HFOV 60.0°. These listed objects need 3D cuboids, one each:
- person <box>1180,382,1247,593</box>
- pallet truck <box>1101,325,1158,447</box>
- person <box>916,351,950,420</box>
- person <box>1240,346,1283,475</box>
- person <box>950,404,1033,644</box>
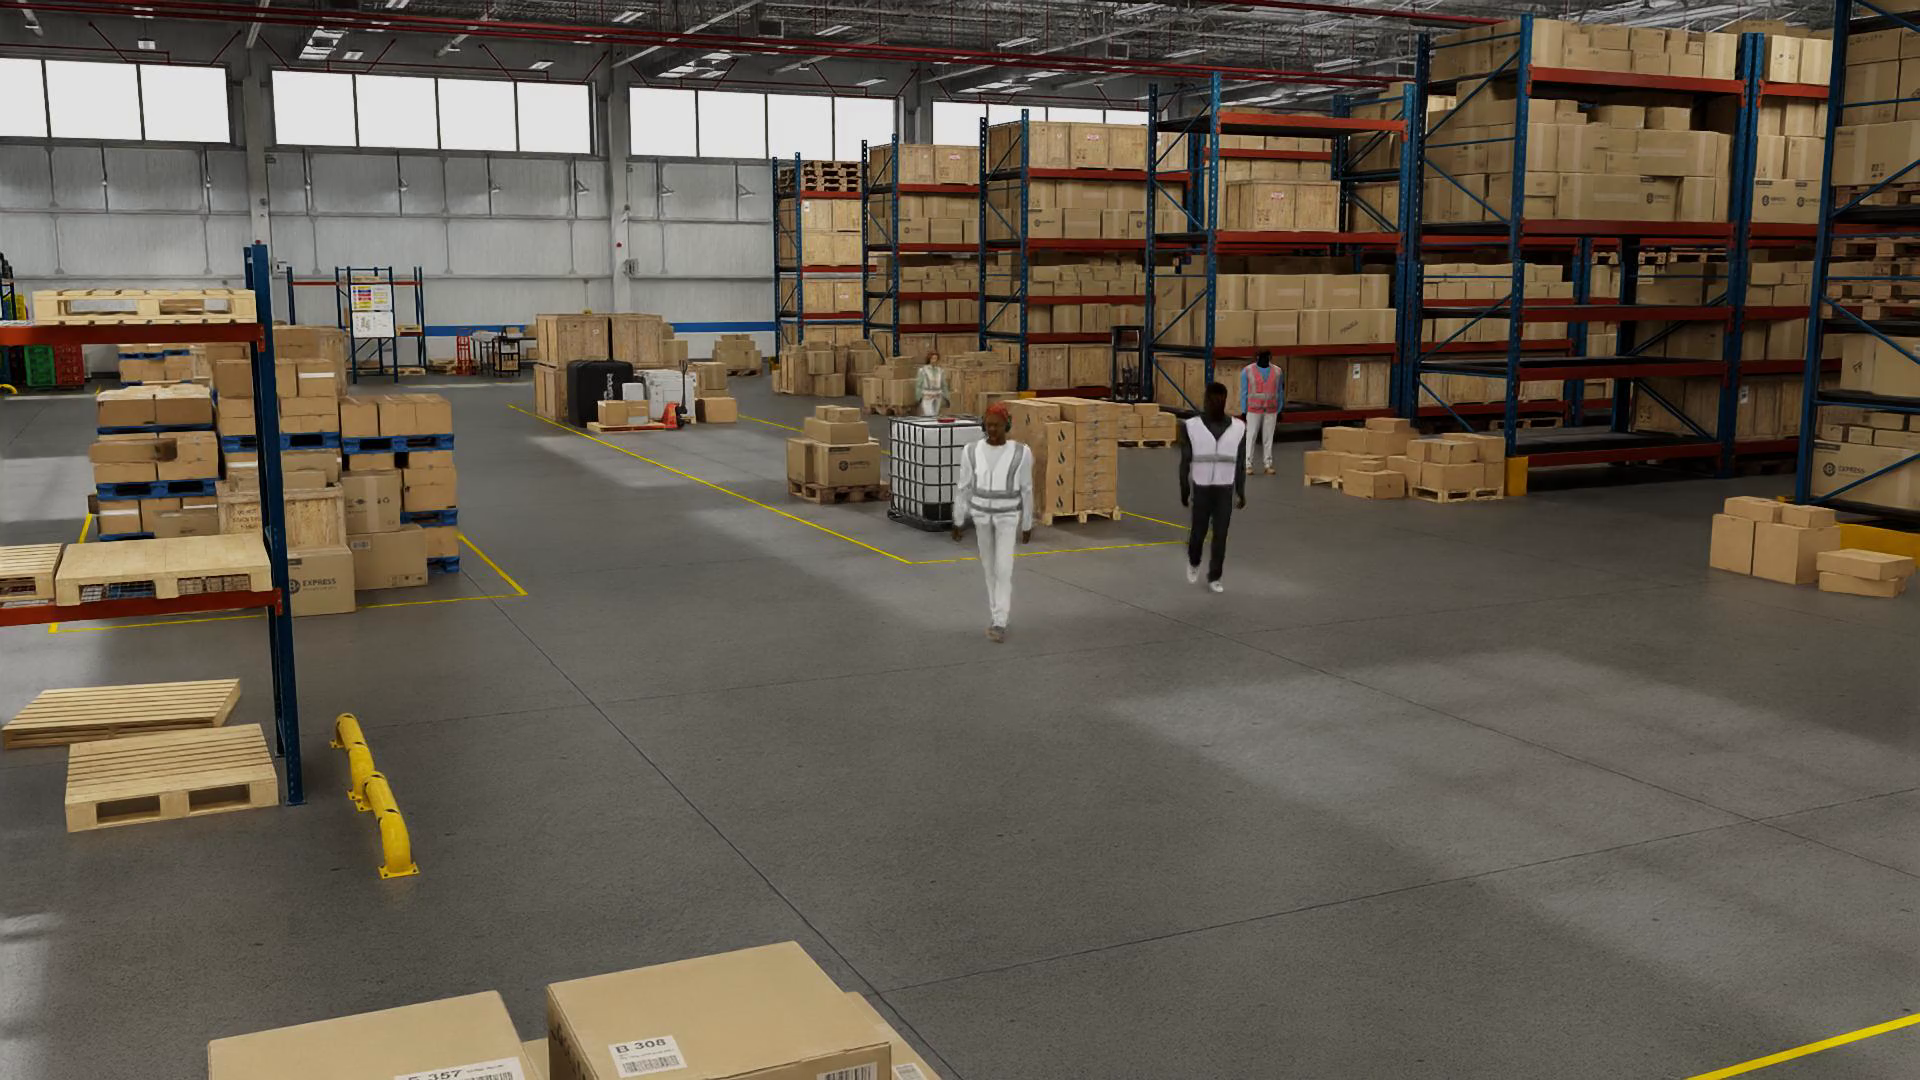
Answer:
[{"bbox_3d":[2.292,-0.475,15.050,0.589,1.908,0.447,-1,9,-4],"label":"person"},{"bbox_3d":[2.881,-2.596,27.923,0.823,1.965,1.885,-1,9,-7],"label":"pallet truck"},{"bbox_3d":[-0.390,-2.218,26.753,0.545,1.602,0.782,-6,11,-34],"label":"person"},{"bbox_3d":[4.307,-1.843,23.739,0.626,1.844,0.429,-1,9,-7],"label":"person"},{"bbox_3d":[0.232,-0.125,13.023,0.601,1.846,0.879,3,10,18],"label":"person"}]
